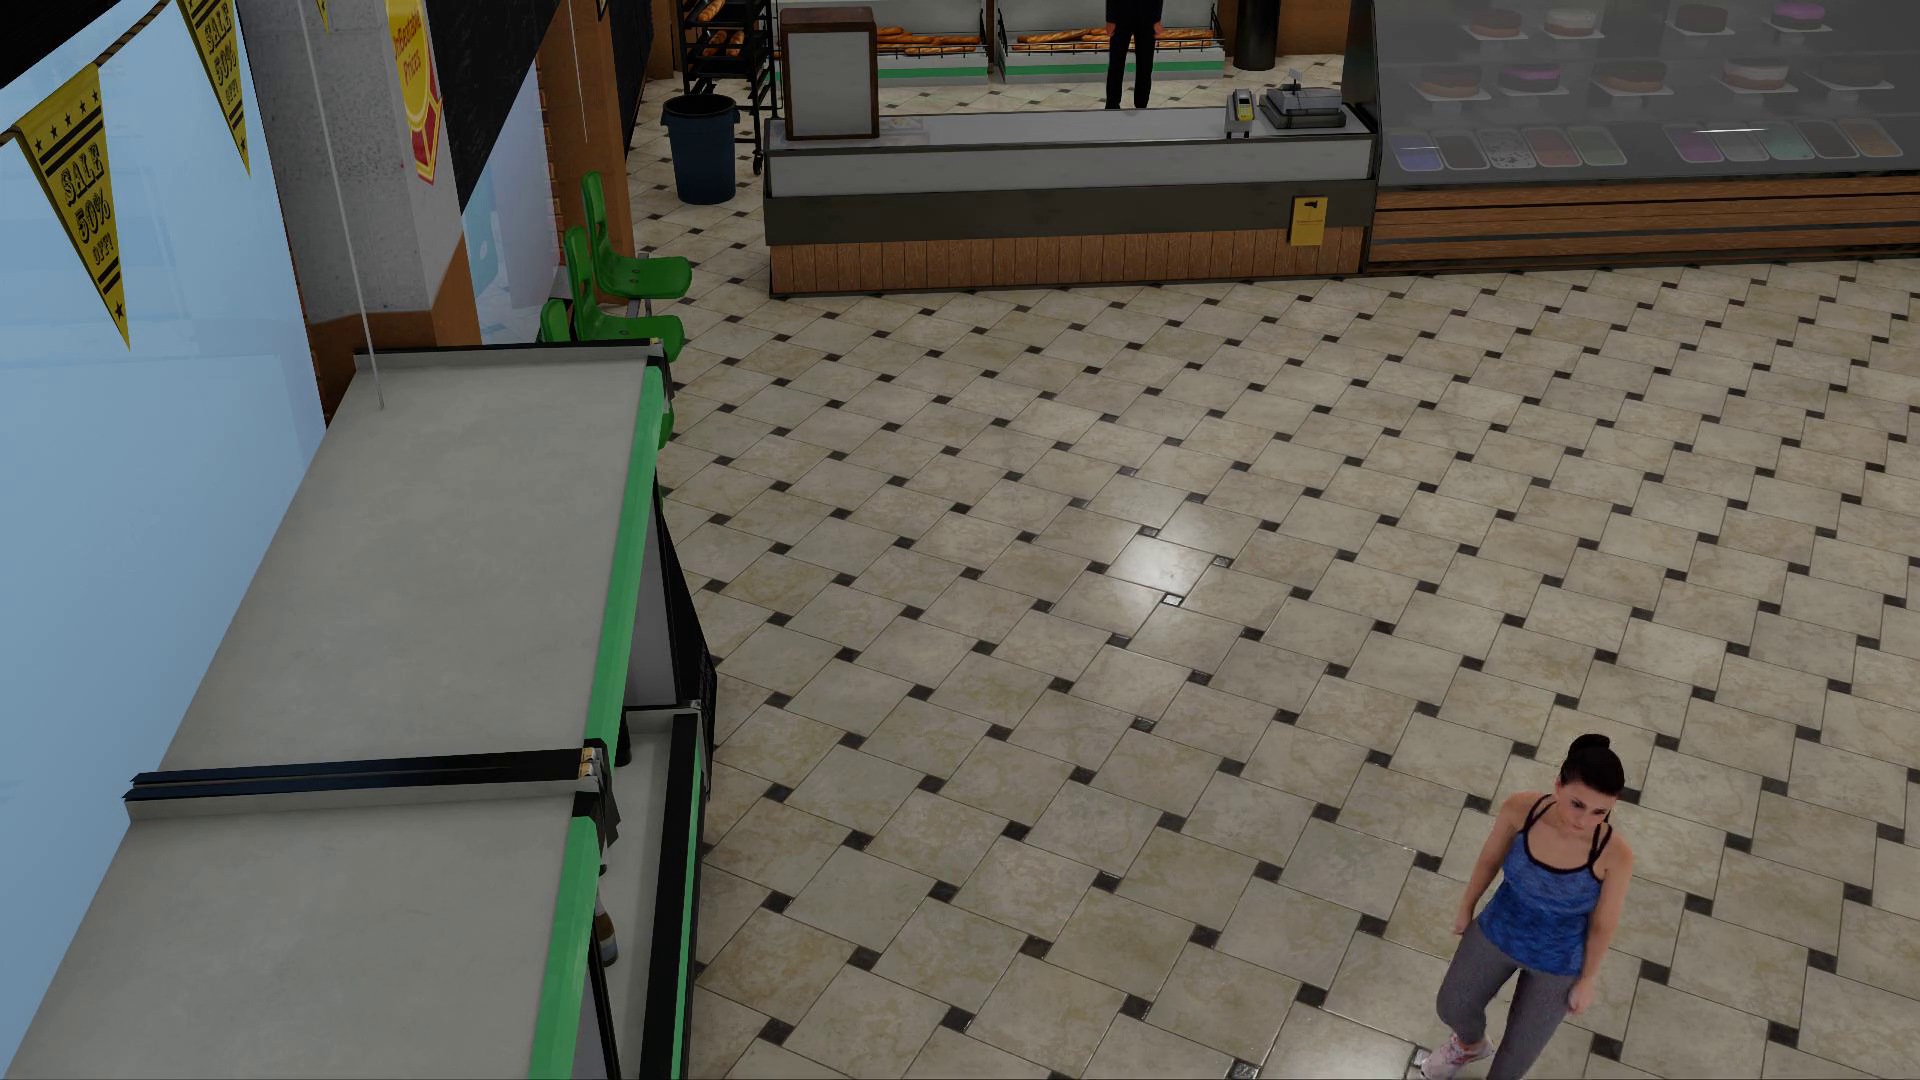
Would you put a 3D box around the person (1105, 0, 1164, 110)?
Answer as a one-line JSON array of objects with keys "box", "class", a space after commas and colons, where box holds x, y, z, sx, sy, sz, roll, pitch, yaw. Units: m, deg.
[{"box": [1.415, -4.247, 13.479, 0.614, 1.868, 0.570, -3, 32, -5], "class": "person"}]

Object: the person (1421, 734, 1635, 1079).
[{"box": [1.698, 1.202, 4.976, 0.804, 1.598, 0.742, -24, 39, -33], "class": "person"}]
